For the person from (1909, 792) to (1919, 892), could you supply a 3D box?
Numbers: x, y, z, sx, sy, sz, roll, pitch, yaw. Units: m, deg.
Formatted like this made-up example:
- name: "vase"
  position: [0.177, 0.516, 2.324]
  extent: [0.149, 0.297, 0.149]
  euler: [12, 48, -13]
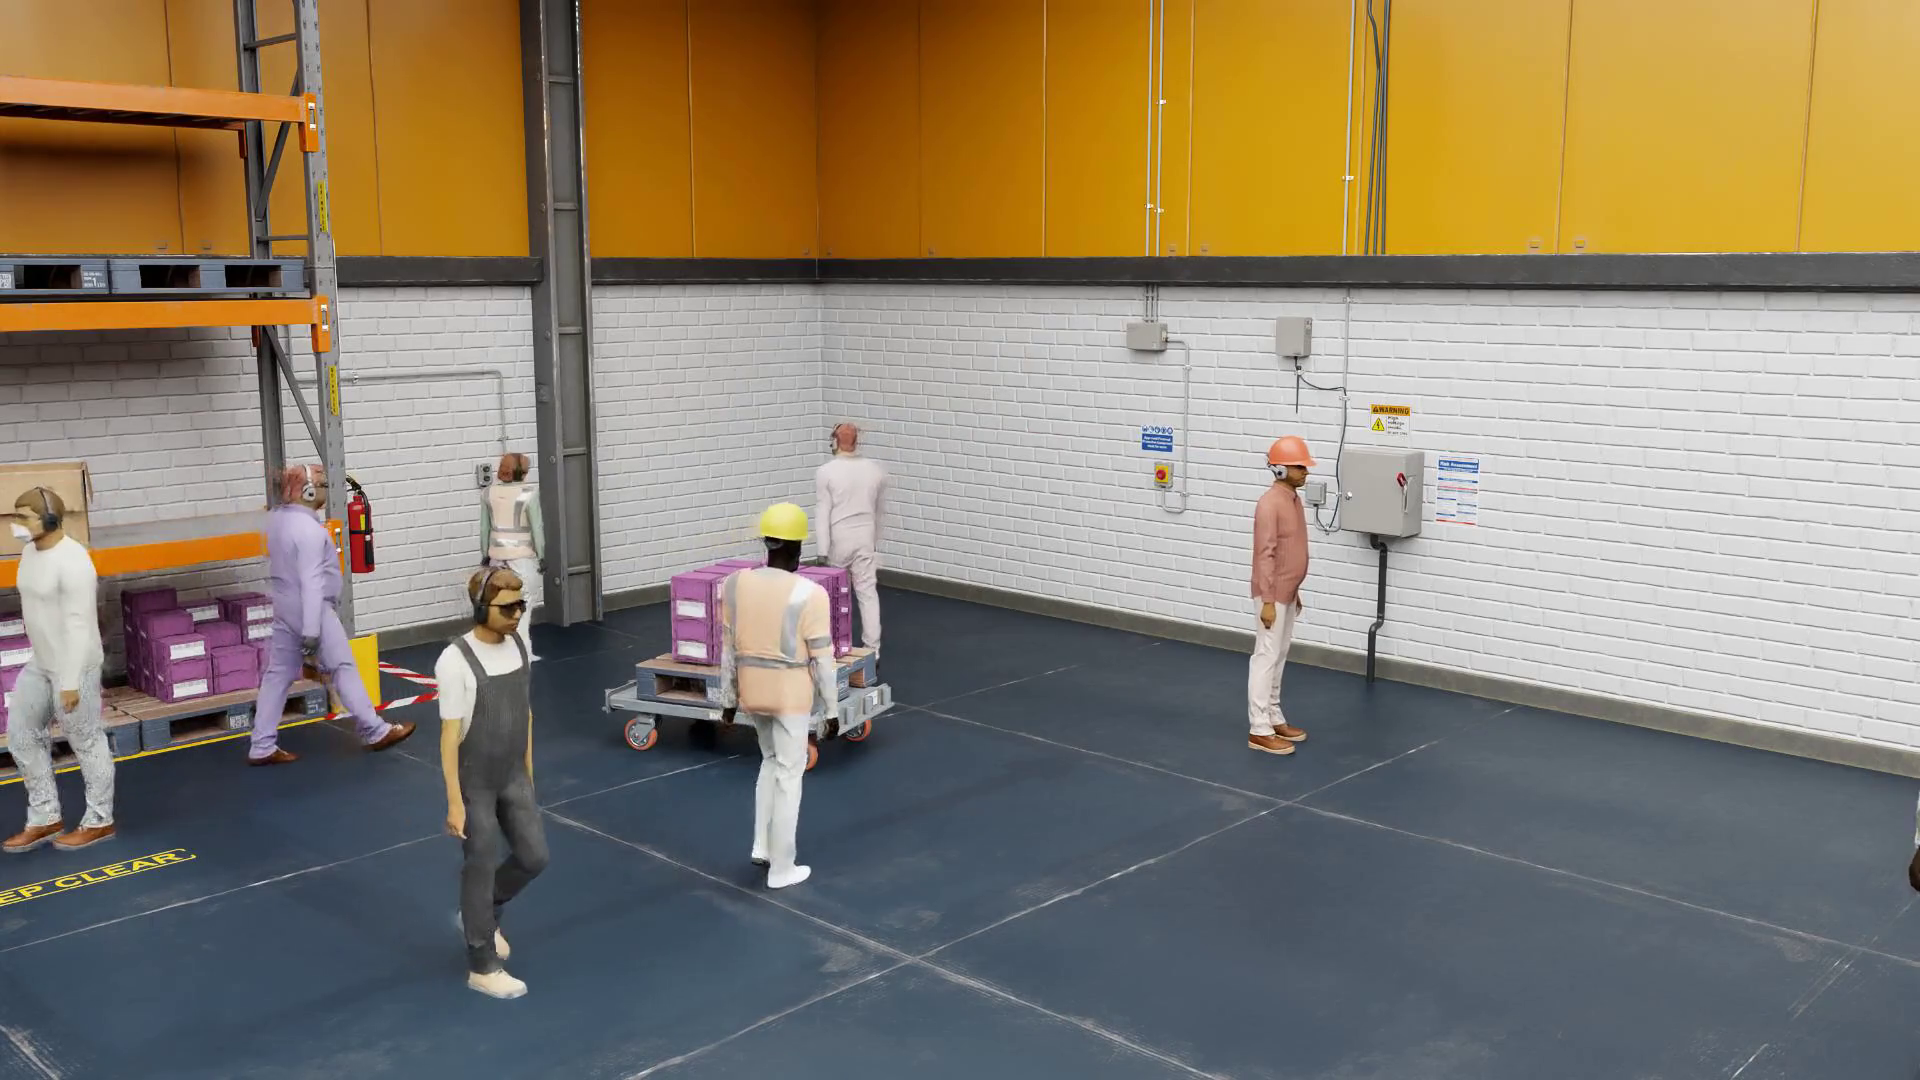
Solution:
- name: "person"
  position: [3.799, 1.097, 5.974]
  extent: [0.629, 1.946, 0.935]
  euler: [6, 11, 34]

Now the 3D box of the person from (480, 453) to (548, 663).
- name: "person"
  position: [-3.490, 0.147, 12.869]
  extent: [0.568, 1.635, 0.386]
  euler: [4, 10, 21]

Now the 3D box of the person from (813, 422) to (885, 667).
- name: "person"
  position: [-0.913, 0.020, 12.844]
  extent: [0.677, 1.852, 0.988]
  euler: [-7, 11, -35]

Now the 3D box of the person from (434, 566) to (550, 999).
- name: "person"
  position: [-1.981, 1.002, 6.934]
  extent: [0.446, 1.830, 0.529]
  euler: [6, 11, 31]

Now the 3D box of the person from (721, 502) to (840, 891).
- name: "person"
  position: [-0.866, 0.763, 8.149]
  extent: [0.609, 1.906, 0.444]
  euler: [5, 10, 27]

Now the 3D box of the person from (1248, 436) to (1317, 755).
- name: "person"
  position: [2.036, 0.333, 10.522]
  extent: [0.393, 1.995, 0.612]
  euler: [5, 10, 27]

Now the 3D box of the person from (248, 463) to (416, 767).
- name: "person"
  position: [-3.949, 0.449, 10.242]
  extent: [0.995, 1.856, 0.641]
  euler: [-9, 13, -44]

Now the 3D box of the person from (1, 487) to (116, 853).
- name: "person"
  position: [-4.723, 0.691, 8.539]
  extent: [0.655, 1.921, 0.669]
  euler: [7, 12, 37]
